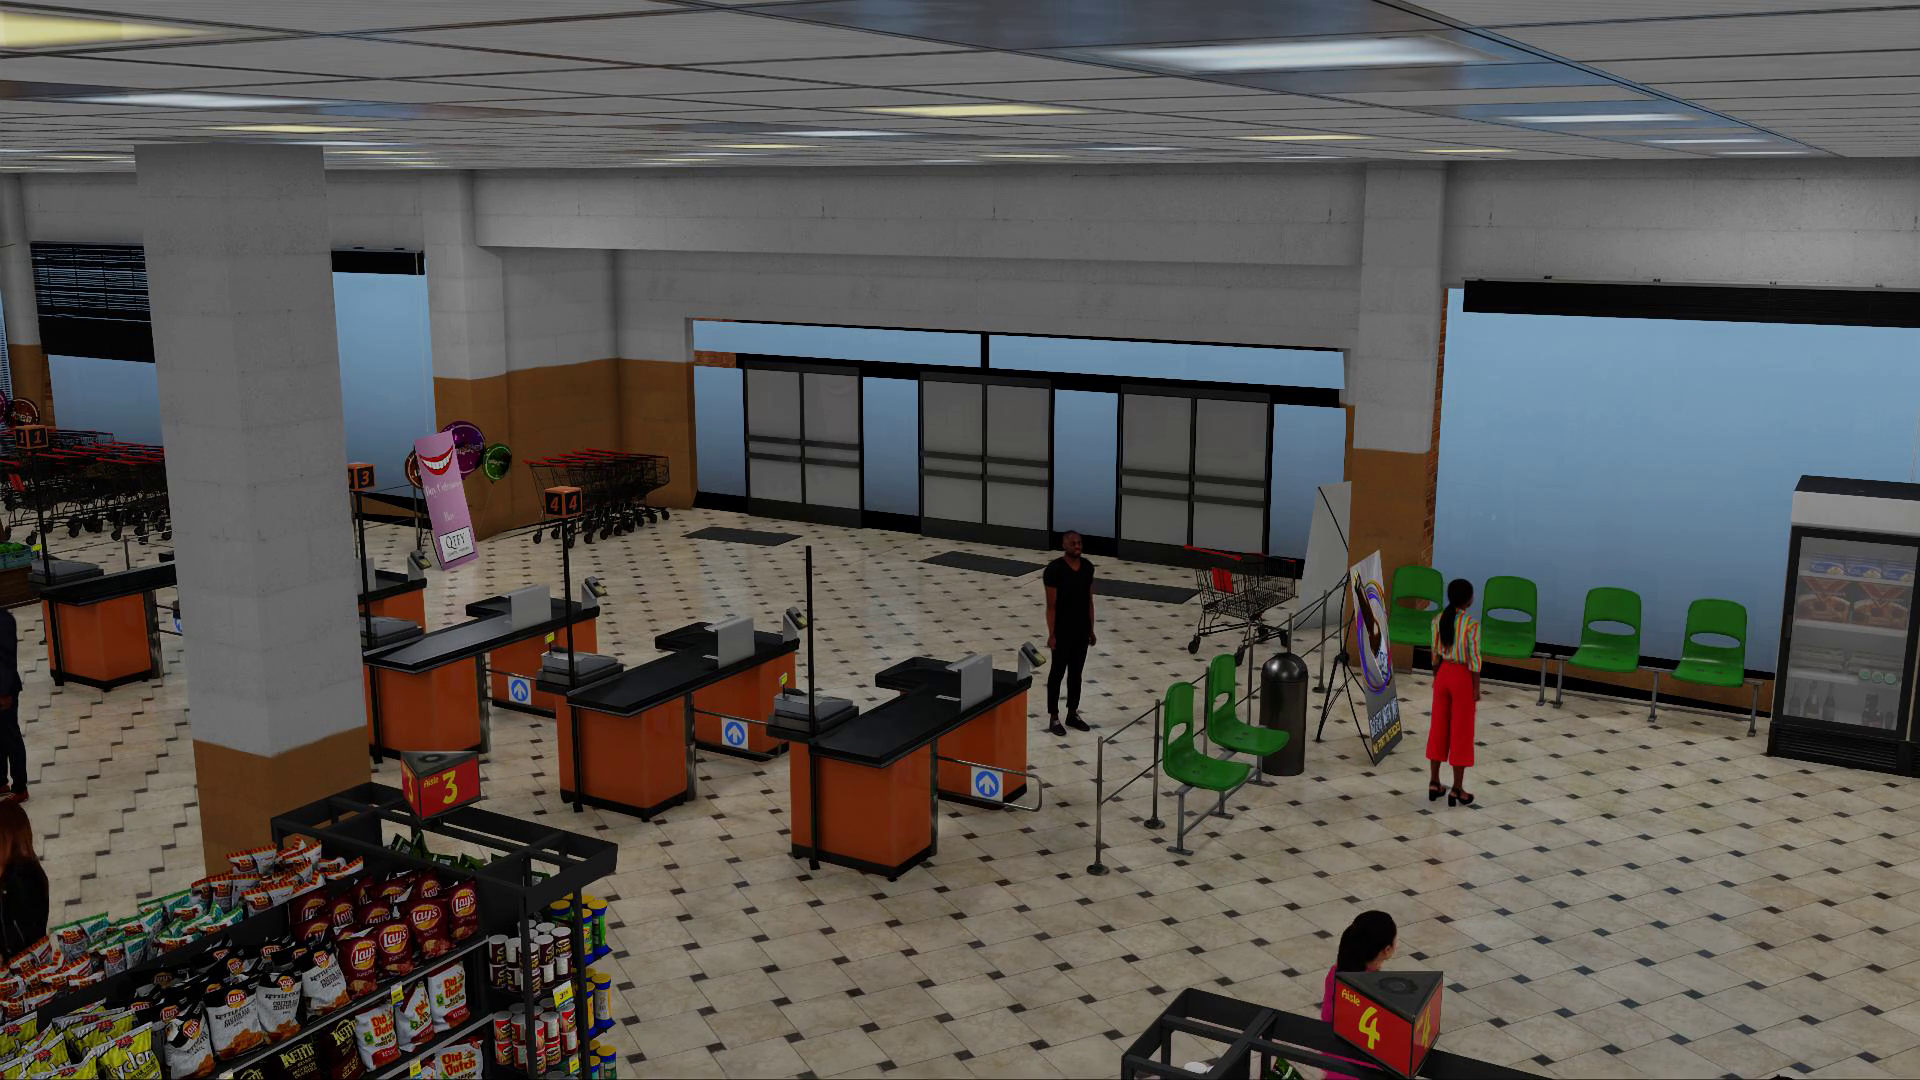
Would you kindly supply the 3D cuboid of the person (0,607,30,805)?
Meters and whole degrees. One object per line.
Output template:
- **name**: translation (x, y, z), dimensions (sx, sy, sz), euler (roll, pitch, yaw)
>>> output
- **person**: translation (-7.545, 1.163, 12.994), dimensions (0.701, 1.826, 0.613), euler (8, 14, 33)

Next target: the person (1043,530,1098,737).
- **person**: translation (0.965, 0.801, 14.731), dimensions (0.687, 1.819, 0.811), euler (-7, 14, -29)

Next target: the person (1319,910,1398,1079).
- **person**: translation (1.699, 2.434, 7.282), dimensions (0.703, 1.693, 0.689), euler (-9, 15, -38)

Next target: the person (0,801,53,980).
- **person**: translation (-4.735, 2.159, 8.628), dimensions (1.236, 1.677, 0.980), euler (-7, 14, -32)

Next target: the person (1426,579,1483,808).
- **person**: translation (3.862, 1.179, 13.000), dimensions (0.639, 1.792, 0.663), euler (-10, 16, -40)
